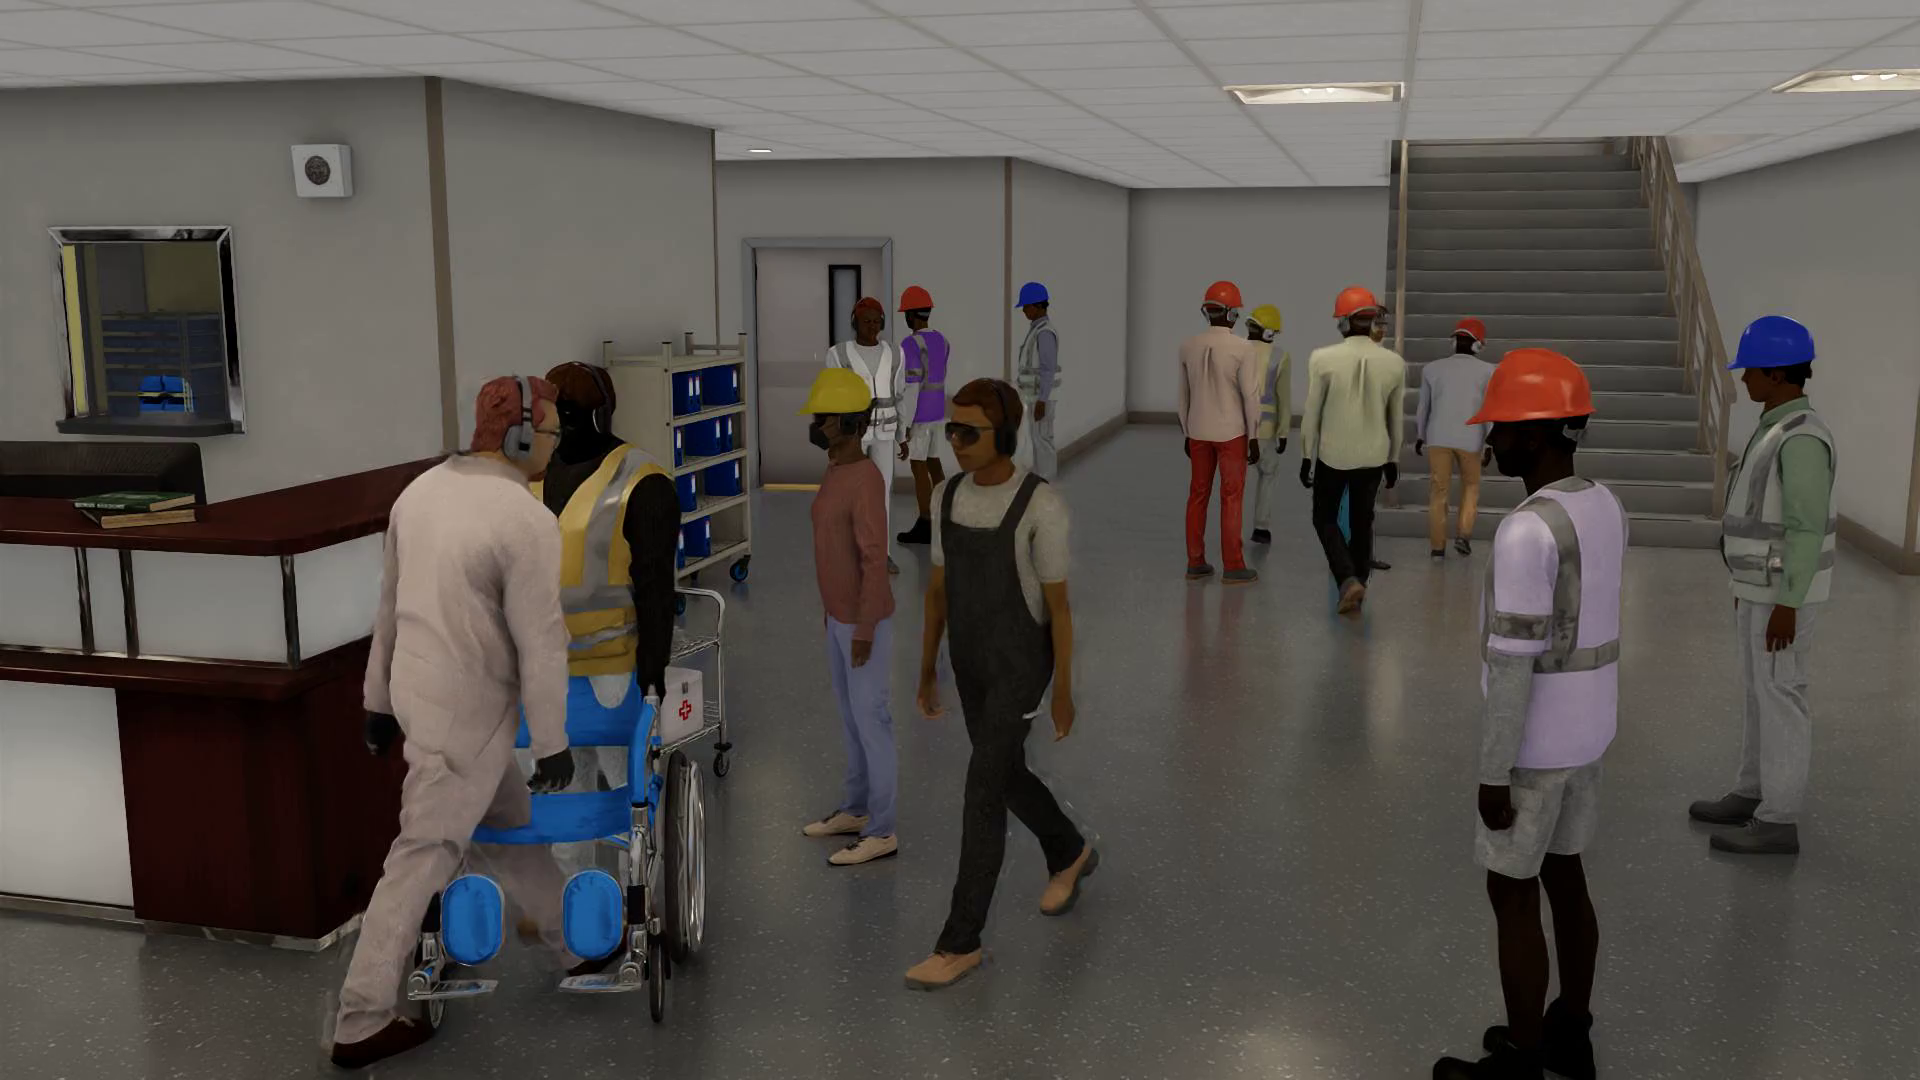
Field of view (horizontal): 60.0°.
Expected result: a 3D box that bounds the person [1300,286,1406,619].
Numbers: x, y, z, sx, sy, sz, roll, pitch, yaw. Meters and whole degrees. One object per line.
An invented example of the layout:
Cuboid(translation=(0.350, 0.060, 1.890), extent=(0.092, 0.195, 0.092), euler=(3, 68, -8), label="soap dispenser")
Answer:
Cuboid(translation=(2.314, -0.493, 9.764), extent=(0.637, 1.979, 0.517), euler=(-1, 10, -3), label="person")

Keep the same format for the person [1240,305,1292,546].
Cuboid(translation=(2.165, -0.835, 12.332), extent=(0.621, 1.796, 0.627), euler=(4, 10, 22), label="person")

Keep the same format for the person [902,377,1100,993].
Cuboid(translation=(0.159, 0.391, 5.131), extent=(0.522, 1.811, 0.930), euler=(9, 13, 43), label="person")

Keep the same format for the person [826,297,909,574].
Cuboid(translation=(-0.626, -0.693, 11.250), extent=(0.585, 1.883, 0.340), euler=(-4, 11, -23), label="person")

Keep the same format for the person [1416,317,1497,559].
Cuboid(translation=(3.551, -0.725, 11.913), extent=(0.581, 1.718, 0.516), euler=(4, 10, 21), label="person")

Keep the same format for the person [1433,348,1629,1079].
Cuboid(translation=(1.437, 0.485, 4.199), extent=(0.389, 1.928, 0.549), euler=(9, 13, 43), label="person")

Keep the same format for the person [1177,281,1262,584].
Cuboid(translation=(1.718, -0.704, 10.986), extent=(0.612, 1.996, 0.376), euler=(8, 13, 40), label="person")

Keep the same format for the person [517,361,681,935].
Cuboid(translation=(-1.156, 0.364, 5.188), extent=(0.626, 1.841, 0.429), euler=(6, 11, 32), label="person")

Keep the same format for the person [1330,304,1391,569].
Cuboid(translation=(2.740, -0.696, 11.396), extent=(0.565, 1.844, 0.387), euler=(-8, 13, -40), label="person")

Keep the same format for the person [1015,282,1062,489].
Cuboid(translation=(0.666, -1.224, 14.219), extent=(0.401, 1.939, 0.604), euler=(-1, 10, -5), label="person")

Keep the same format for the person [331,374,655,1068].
Cuboid(translation=(-1.302, 0.469, 4.576), extent=(1.029, 1.827, 0.654), euler=(-8, 13, -41), label="person")

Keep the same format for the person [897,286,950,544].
Cuboid(translation=(-0.306, -0.940, 12.557), extent=(0.375, 1.933, 0.550), euler=(5, 11, 29), label="person")

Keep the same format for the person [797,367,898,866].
Cuboid(translation=(-0.402, 0.271, 5.926), extent=(0.331, 1.768, 0.526), euler=(-3, 10, -18), label="person")

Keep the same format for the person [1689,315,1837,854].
Cuboid(translation=(2.931, 0.167, 6.019), extent=(0.402, 1.942, 0.604), euler=(3, 10, 15), label="person")
